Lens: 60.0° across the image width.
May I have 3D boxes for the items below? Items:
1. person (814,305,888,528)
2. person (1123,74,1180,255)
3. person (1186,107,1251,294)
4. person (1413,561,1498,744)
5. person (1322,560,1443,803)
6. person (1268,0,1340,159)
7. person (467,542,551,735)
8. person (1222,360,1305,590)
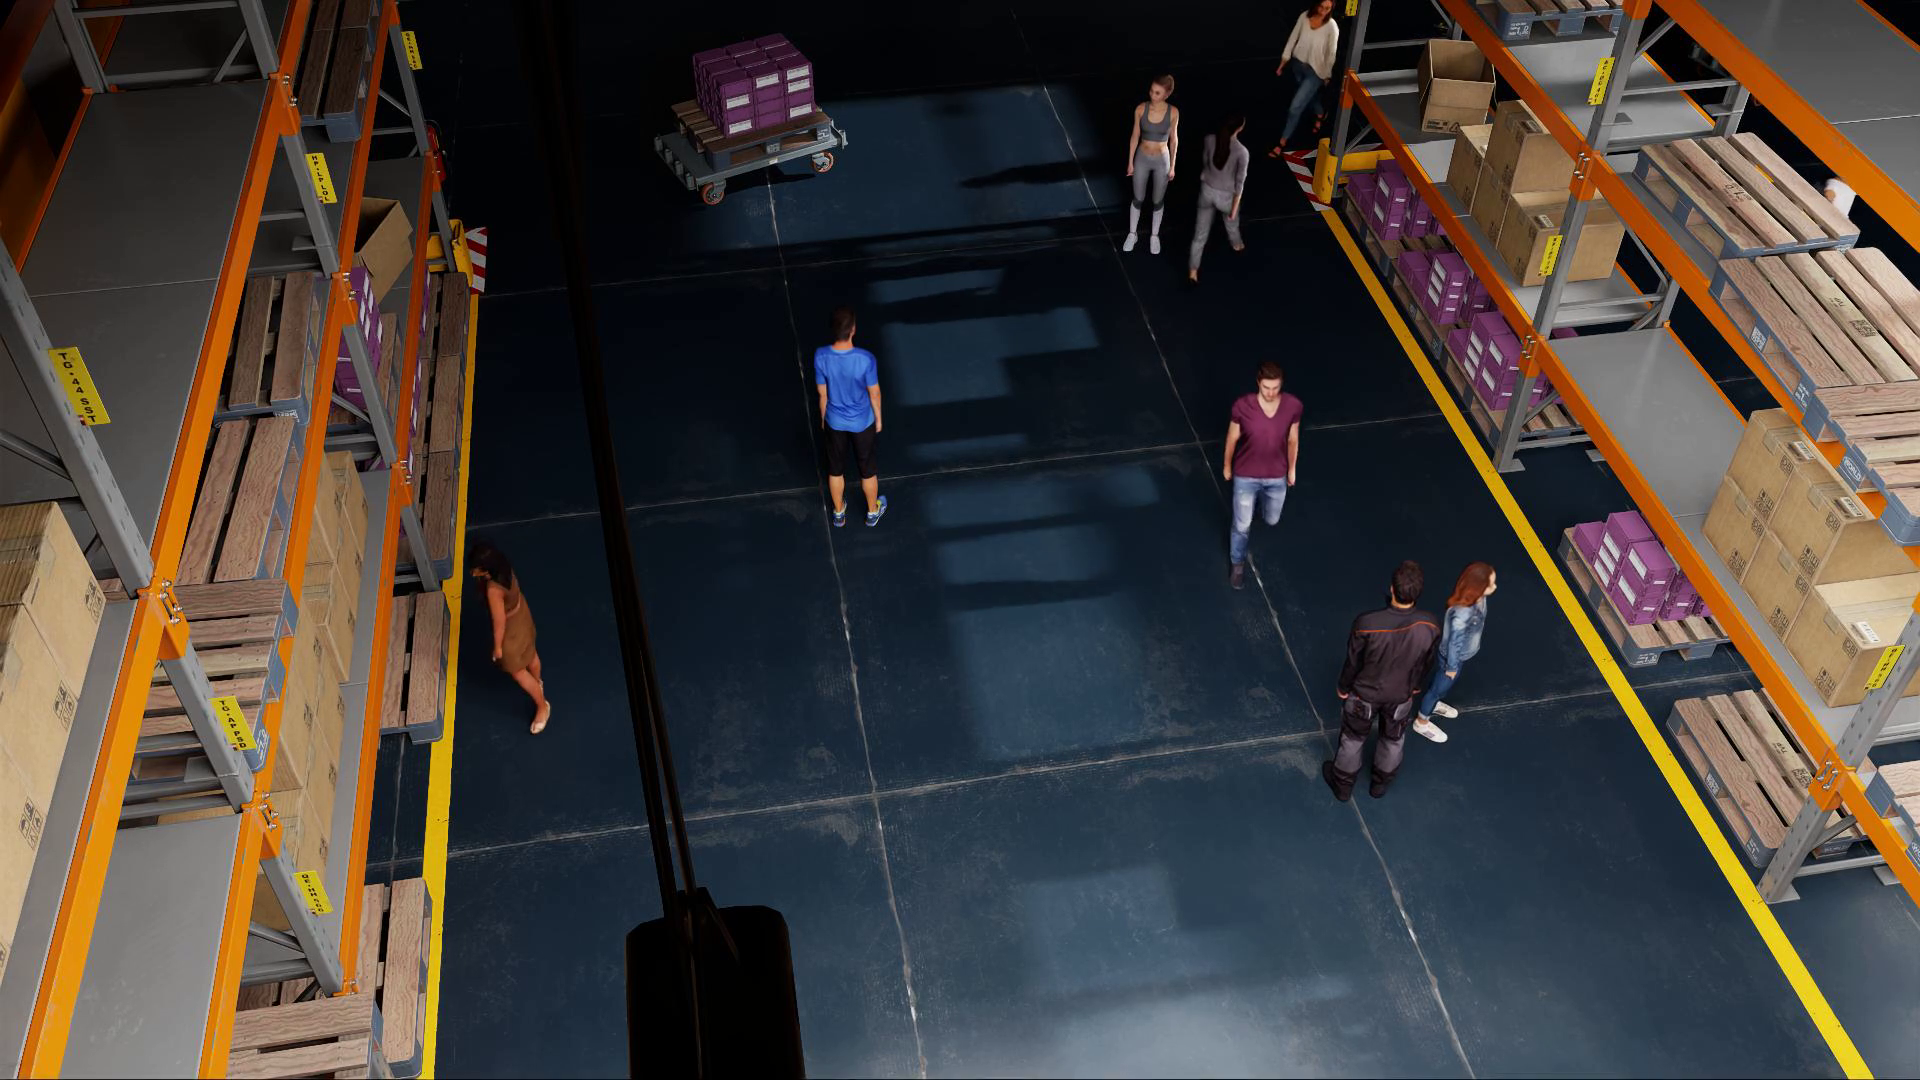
[{"bbox_3d":[-0.793,-0.853,11.877,0.668,1.867,0.643,3,44,4],"label":"person"},{"bbox_3d":[1.686,-3.299,14.563,0.626,1.705,0.602,7,44,7],"label":"person"},{"bbox_3d":[2.146,-2.843,14.151,1.100,1.614,1.173,24,49,24],"label":"person"},{"bbox_3d":[3.137,0.681,10.553,0.683,1.474,0.604,21,48,21],"label":"person"},{"bbox_3d":[2.545,0.868,10.015,0.724,1.946,0.624,-2,44,-2],"label":"person"},{"bbox_3d":[3.391,-4.499,15.879,1.021,1.628,1.136,-27,50,-25],"label":"person"},{"bbox_3d":[-2.845,0.505,10.605,0.722,1.657,0.424,2,44,2],"label":"person"},{"bbox_3d":[2.086,-0.549,11.586,0.757,1.830,1.024,0,44,0],"label":"person"}]
